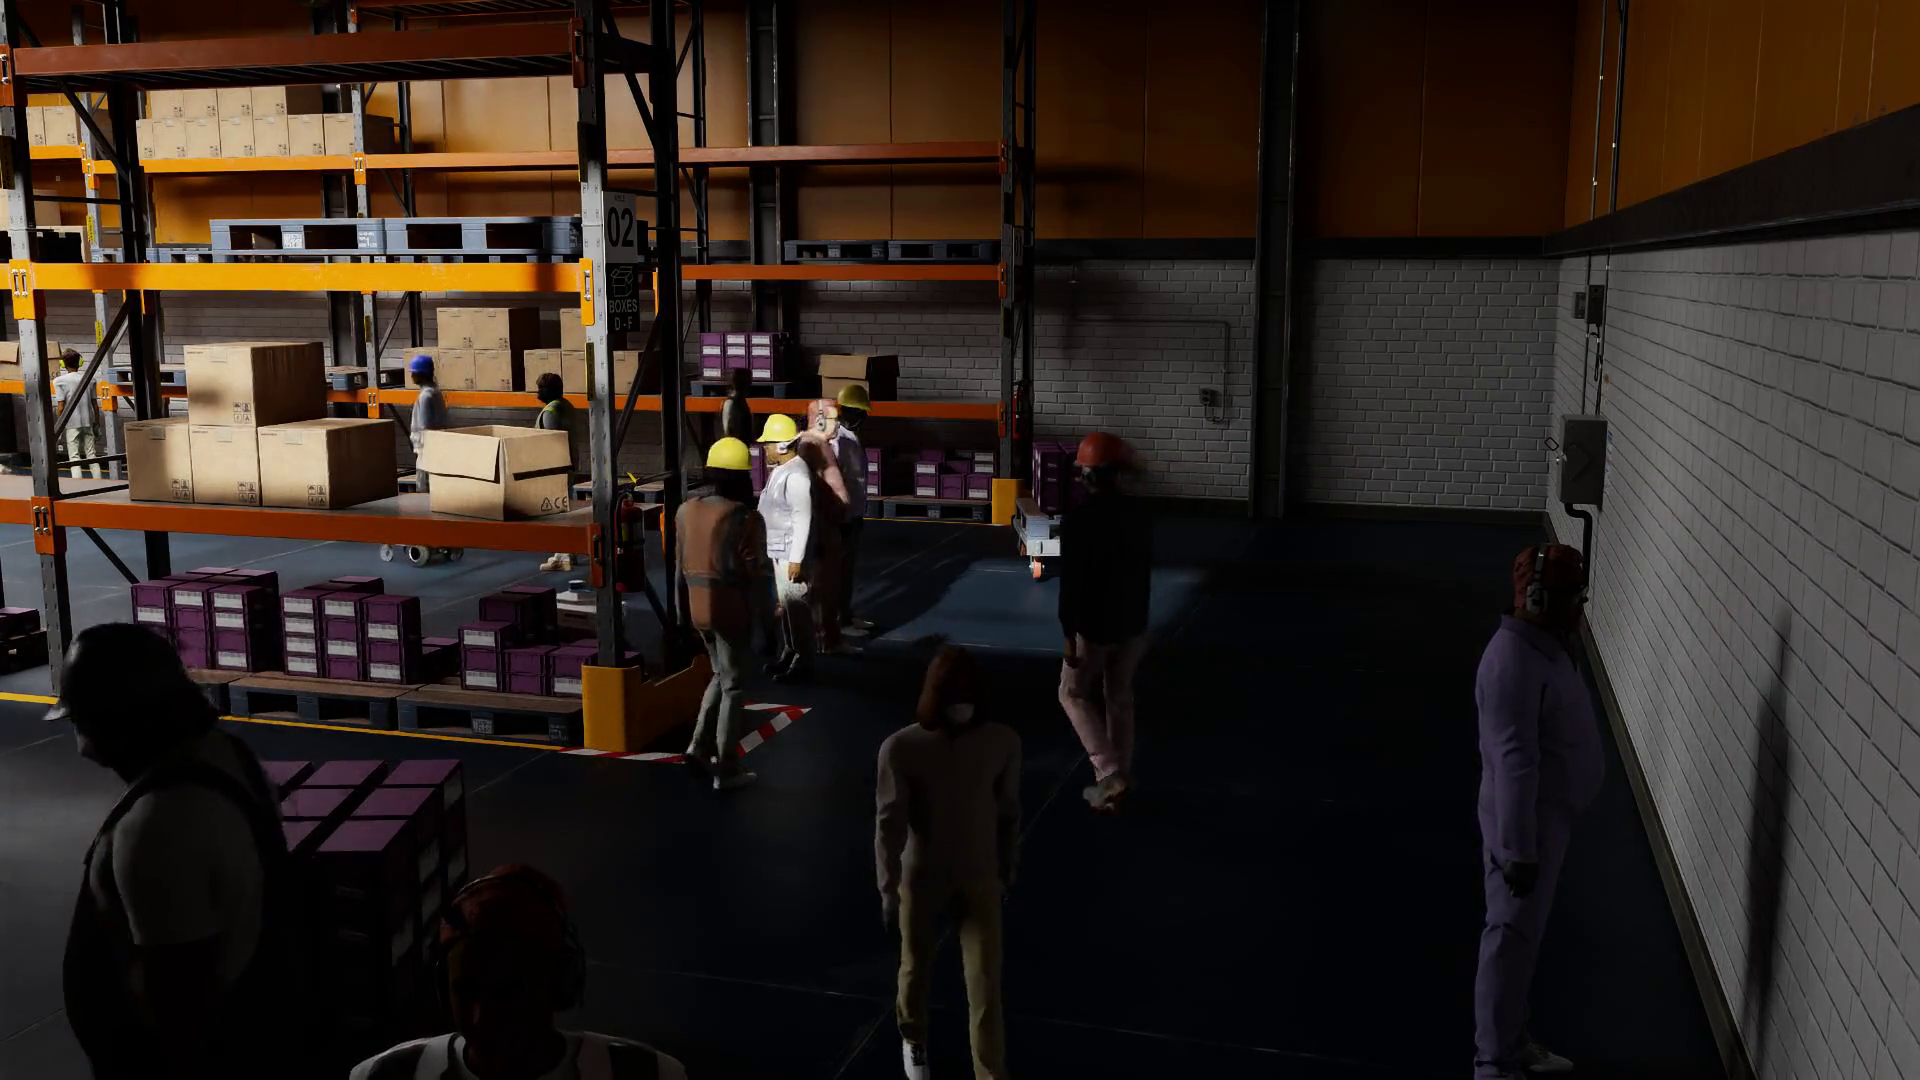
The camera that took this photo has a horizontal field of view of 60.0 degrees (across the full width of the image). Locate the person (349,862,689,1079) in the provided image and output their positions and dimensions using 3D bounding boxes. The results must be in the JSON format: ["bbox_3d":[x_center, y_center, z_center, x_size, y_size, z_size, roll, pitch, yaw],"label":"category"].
[{"bbox_3d":[-0.705,1.436,2.704,0.574,1.883,0.360,-1,9,-5],"label":"person"}]

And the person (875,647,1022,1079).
[{"bbox_3d":[-0.033,1.130,5.474,0.510,1.588,0.864,-2,10,-13],"label":"person"}]

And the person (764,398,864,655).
[{"bbox_3d":[-1.065,-0.072,11.887,0.659,1.890,0.675,0,9,-1],"label":"person"}]

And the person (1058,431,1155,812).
[{"bbox_3d":[0.741,0.428,8.549,0.632,1.974,0.453,-6,11,-32],"label":"person"}]

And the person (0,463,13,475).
[{"bbox_3d":[-12.073,-1.489,20.450,0.697,1.909,0.636,-1,9,-4],"label":"person"}]

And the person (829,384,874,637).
[{"bbox_3d":[-0.839,-0.230,12.731,0.373,1.925,0.585,1,9,5],"label":"person"}]

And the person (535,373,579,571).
[{"bbox_3d":[-3.757,-0.631,15.437,0.429,1.839,0.634,0,9,1],"label":"person"}]

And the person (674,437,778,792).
[{"bbox_3d":[-1.246,0.402,8.923,0.607,1.907,0.416,7,11,35],"label":"person"}]

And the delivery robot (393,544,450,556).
[{"bbox_3d":[-5.164,-0.101,15.826,0.707,0.478,0.477,6,11,30],"label":"delivery robot"}]

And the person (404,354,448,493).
[{"bbox_3d":[-5.354,-0.935,17.014,0.637,1.932,0.615,-1,9,-8],"label":"person"}]

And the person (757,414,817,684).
[{"bbox_3d":[-1.174,0.058,11.264,0.403,1.828,0.598,-3,10,-16],"label":"person"}]

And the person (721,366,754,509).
[{"bbox_3d":[-2.312,-0.847,16.810,0.764,1.827,0.528,1,9,3],"label":"person"}]

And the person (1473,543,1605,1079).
[{"bbox_3d":[1.933,0.952,5.582,0.409,1.907,0.651,4,10,25],"label":"person"}]

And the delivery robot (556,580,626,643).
[{"bbox_3d":[-2.752,0.533,11.961,0.707,0.478,0.477,5,11,28],"label":"delivery robot"}]

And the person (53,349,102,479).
[{"bbox_3d":[-10.324,-1.302,19.457,0.325,1.863,0.516,7,11,36],"label":"person"}]
